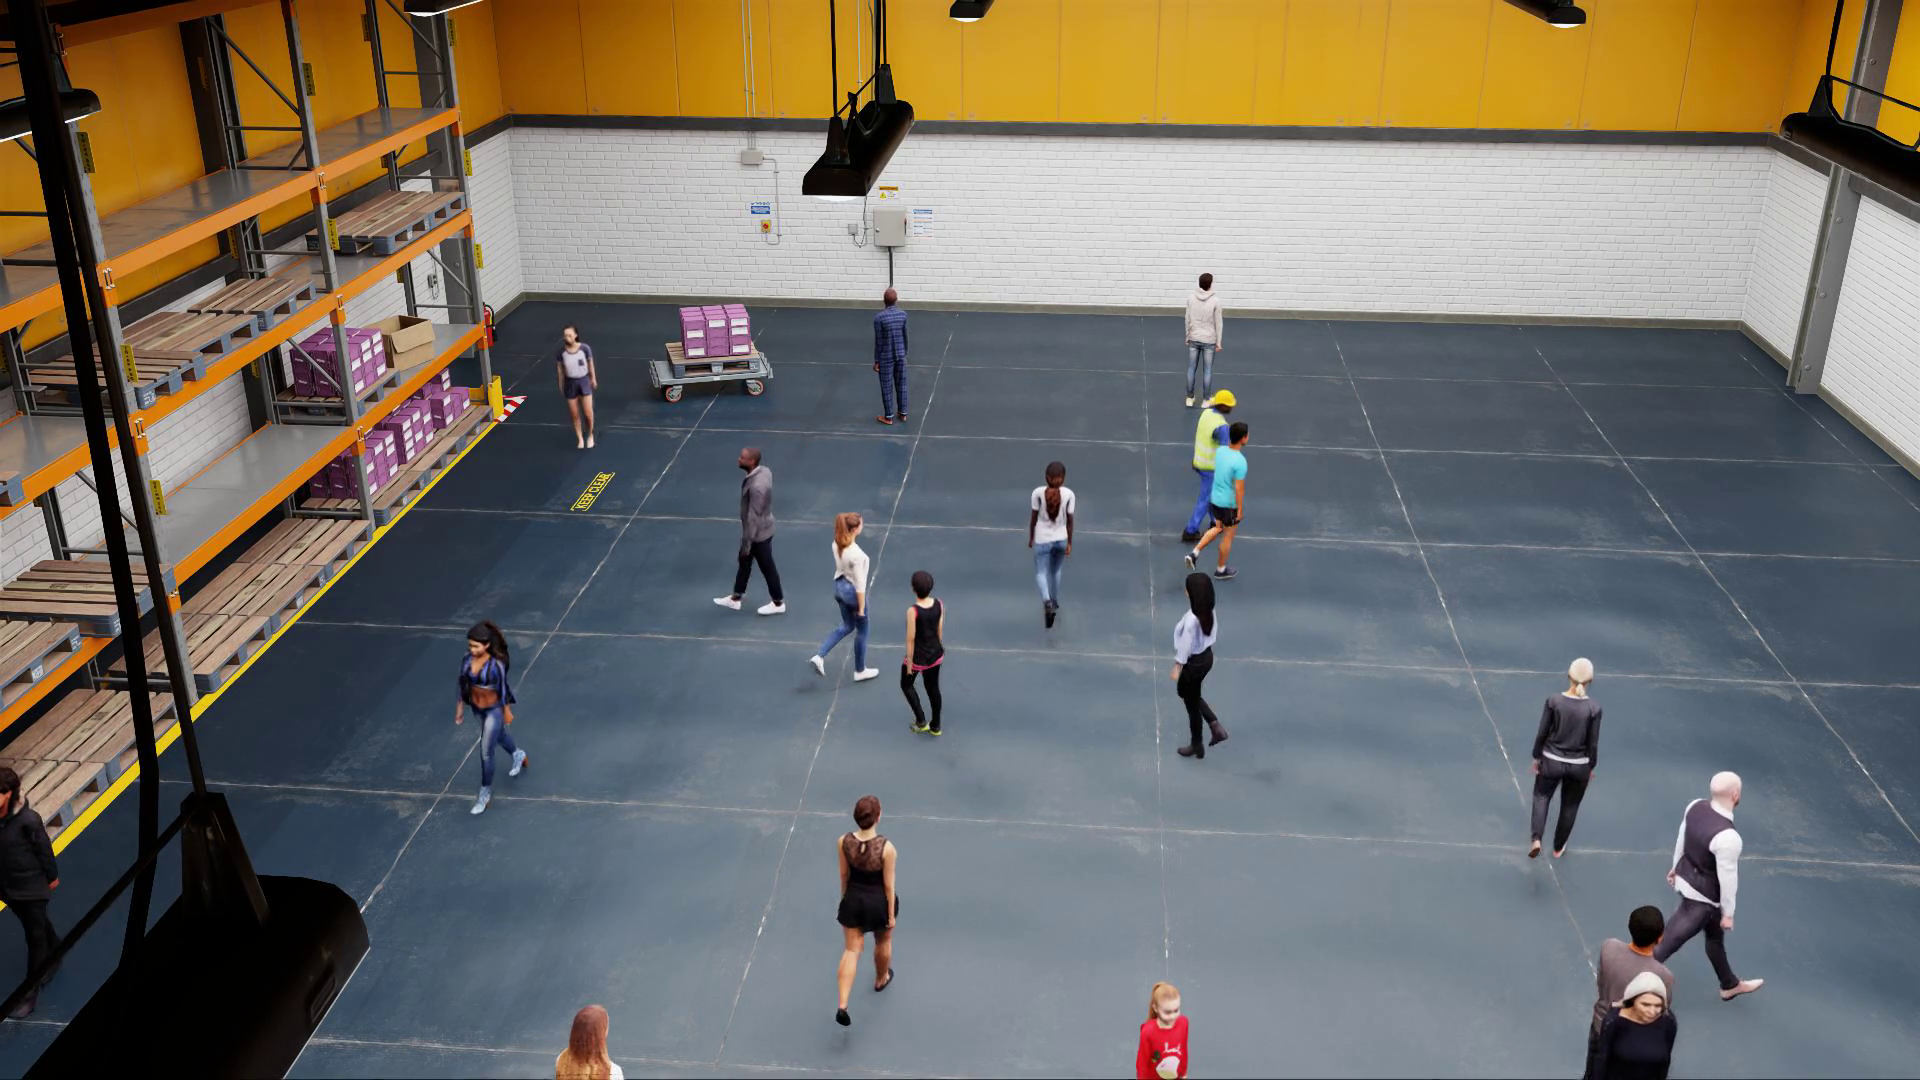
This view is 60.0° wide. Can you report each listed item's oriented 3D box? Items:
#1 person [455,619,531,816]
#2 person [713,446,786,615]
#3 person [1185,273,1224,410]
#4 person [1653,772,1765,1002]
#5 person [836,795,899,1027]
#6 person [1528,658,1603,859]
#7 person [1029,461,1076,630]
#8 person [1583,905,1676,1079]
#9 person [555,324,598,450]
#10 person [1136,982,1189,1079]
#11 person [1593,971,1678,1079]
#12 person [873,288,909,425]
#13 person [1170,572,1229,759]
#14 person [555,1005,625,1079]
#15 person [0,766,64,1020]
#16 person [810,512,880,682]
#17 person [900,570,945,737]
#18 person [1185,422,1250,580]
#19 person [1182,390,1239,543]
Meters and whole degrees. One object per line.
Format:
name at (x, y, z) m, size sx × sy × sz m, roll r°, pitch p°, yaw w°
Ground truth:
person at (-3.799, 1.370, 13.569) m, size 0.873 × 1.579 × 1.135 m, roll 11°, pitch 26°, yaw 24°
person at (-1.920, -0.075, 16.602) m, size 0.951 × 1.797 × 0.984 m, roll -4°, pitch 24°, yaw -8°
person at (3.282, -2.719, 22.580) m, size 0.736 × 1.853 × 0.688 m, roll 10°, pitch 26°, yaw 22°
person at (4.806, 2.380, 11.023) m, size 0.893 × 1.767 × 1.248 m, roll -1°, pitch 24°, yaw -1°
person at (-0.649, 2.455, 10.998) m, size 0.715 × 1.650 × 1.065 m, roll 7°, pitch 25°, yaw 16°
person at (4.589, 1.711, 12.617) m, size 0.769 × 1.716 × 0.874 m, roll 11°, pitch 26°, yaw 24°
person at (0.900, 0.062, 16.406) m, size 0.701 × 1.704 × 1.009 m, roll -2°, pitch 24°, yaw -4°
person at (3.813, 2.953, 9.767) m, size 1.091 × 1.724 × 1.175 m, roll 16°, pitch 28°, yaw 31°
person at (-4.845, -1.965, 21.120) m, size 0.671 × 1.641 × 0.632 m, roll -2°, pitch 24°, yaw -4°
person at (1.187, 3.168, 9.828) m, size 0.575 × 1.281 × 0.609 m, roll -11°, pitch 26°, yaw -24°
person at (3.751, 3.120, 9.380) m, size 0.618 × 1.726 × 0.645 m, roll 1°, pitch 24°, yaw 3°
person at (-0.903, -2.440, 21.985) m, size 0.758 × 1.818 × 0.794 m, roll -15°, pitch 28°, yaw -30°
person at (2.067, 1.104, 13.986) m, size 0.832 × 1.732 × 0.777 m, roll 13°, pitch 27°, yaw 27°
person at (-2.030, 3.304, 9.027) m, size 0.749 × 1.673 × 0.882 m, roll 11°, pitch 26°, yaw 23°
person at (-6.347, 2.274, 11.298) m, size 0.620 × 1.742 × 1.002 m, roll 2°, pitch 24°, yaw 4°
person at (-1.077, 0.551, 15.287) m, size 0.990 × 1.703 × 0.950 m, roll -16°, pitch 28°, yaw -32°
person at (-0.274, 1.022, 14.417) m, size 0.689 × 1.537 × 0.745 m, roll -17°, pitch 29°, yaw -34°
person at (2.699, -0.369, 17.322) m, size 0.968 × 1.759 × 0.940 m, roll -14°, pitch 27°, yaw -30°
person at (2.674, -0.797, 18.295) m, size 0.984 × 1.765 × 1.003 m, roll -8°, pitch 25°, yaw -17°
